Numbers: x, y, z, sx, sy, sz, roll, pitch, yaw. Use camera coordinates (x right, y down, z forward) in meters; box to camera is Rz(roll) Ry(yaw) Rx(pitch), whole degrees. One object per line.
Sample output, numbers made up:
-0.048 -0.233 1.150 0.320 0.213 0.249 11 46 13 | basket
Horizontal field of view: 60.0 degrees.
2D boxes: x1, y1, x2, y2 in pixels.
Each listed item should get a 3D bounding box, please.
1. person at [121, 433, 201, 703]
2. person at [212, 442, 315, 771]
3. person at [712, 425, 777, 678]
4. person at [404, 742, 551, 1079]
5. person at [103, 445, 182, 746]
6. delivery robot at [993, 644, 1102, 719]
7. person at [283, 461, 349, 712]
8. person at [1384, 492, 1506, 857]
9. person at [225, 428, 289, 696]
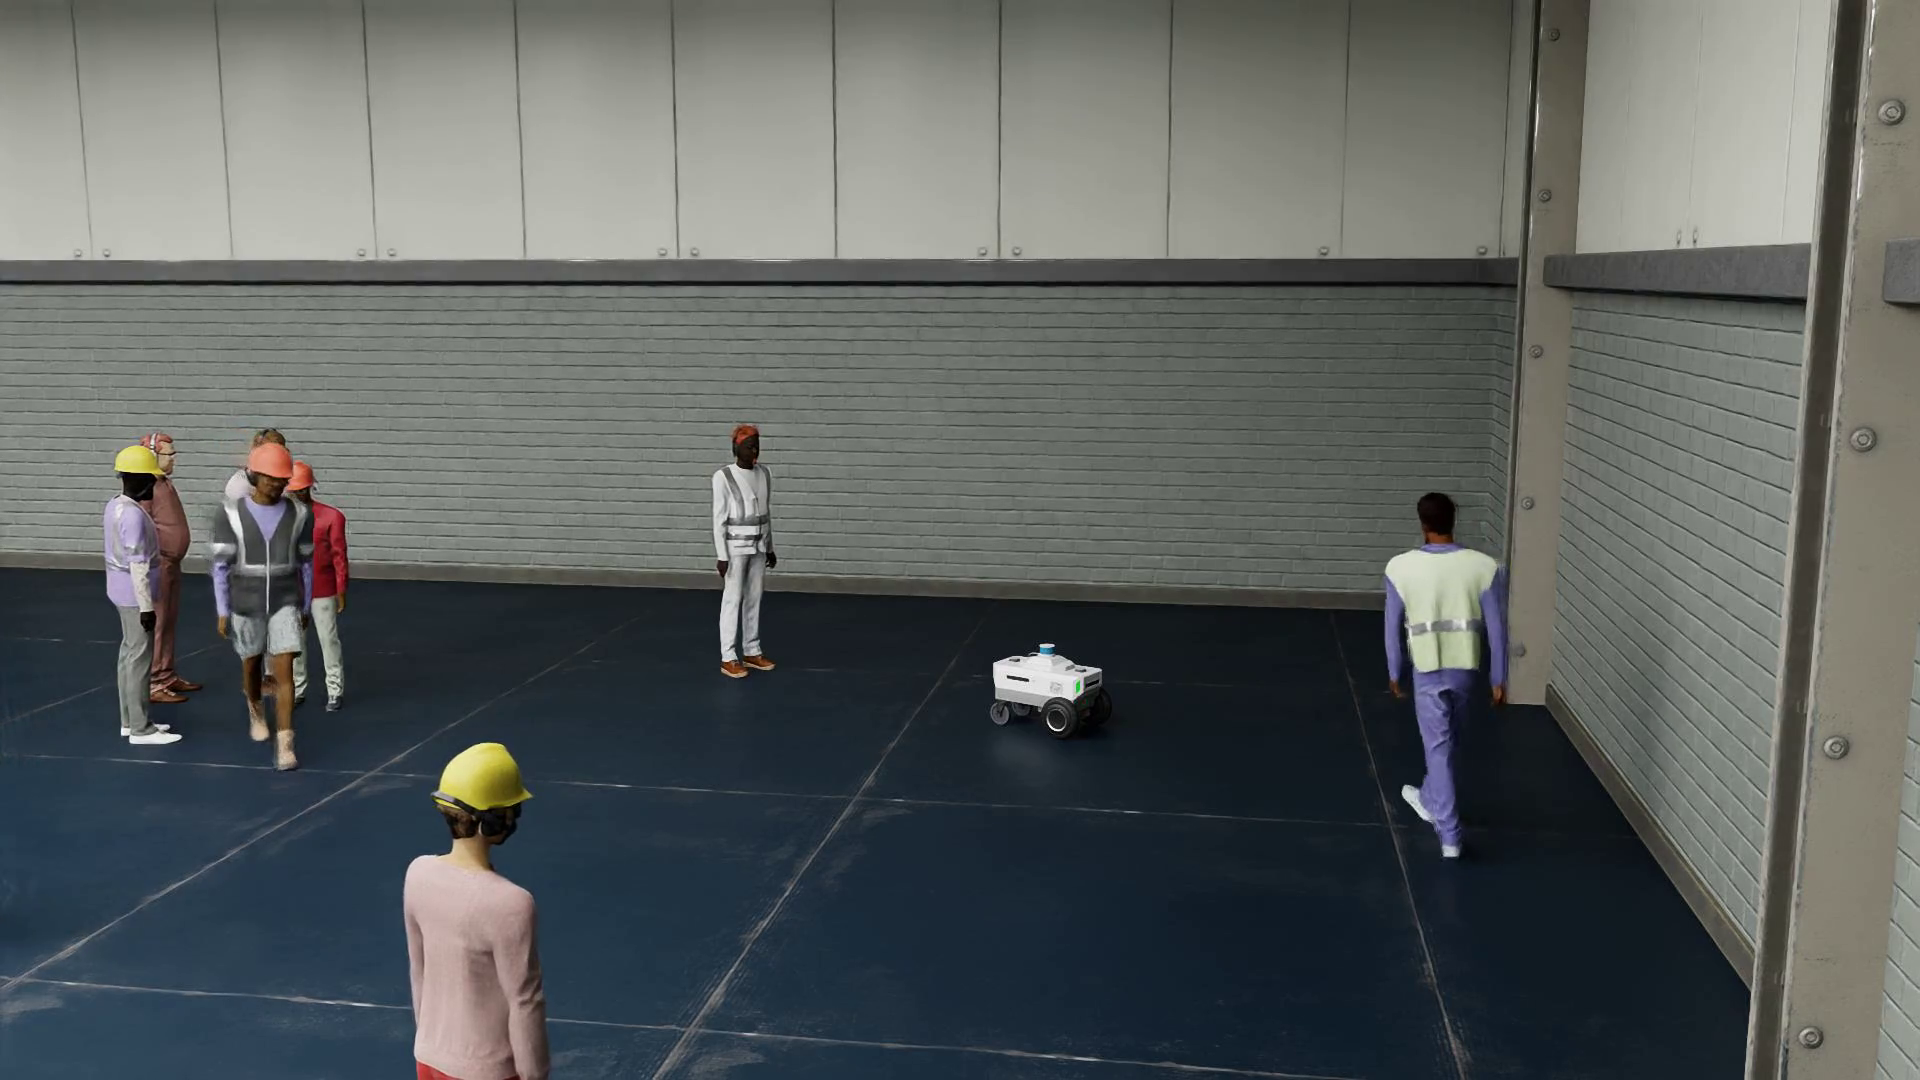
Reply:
-5.629 0.197 11.727 0.396 1.900 0.647 -1 9 -9 | person
-4.338 0.368 10.401 0.621 1.991 1.080 -5 10 -27 | person
-1.611 0.077 12.501 0.337 1.882 0.585 7 11 37 | person
-1.307 1.424 4.590 0.528 1.760 0.347 7 11 36 | person
-5.261 0.353 10.679 0.381 1.922 0.591 -6 11 -35 | person
0.575 0.932 11.030 0.707 0.478 0.477 6 11 35 | delivery robot
-4.490 0.324 11.415 0.570 1.743 0.352 0 9 -2 | person
2.559 0.689 8.816 0.610 1.862 0.950 0 9 1 | person
-4.955 0.156 11.923 0.389 1.925 0.625 3 10 20 | person
